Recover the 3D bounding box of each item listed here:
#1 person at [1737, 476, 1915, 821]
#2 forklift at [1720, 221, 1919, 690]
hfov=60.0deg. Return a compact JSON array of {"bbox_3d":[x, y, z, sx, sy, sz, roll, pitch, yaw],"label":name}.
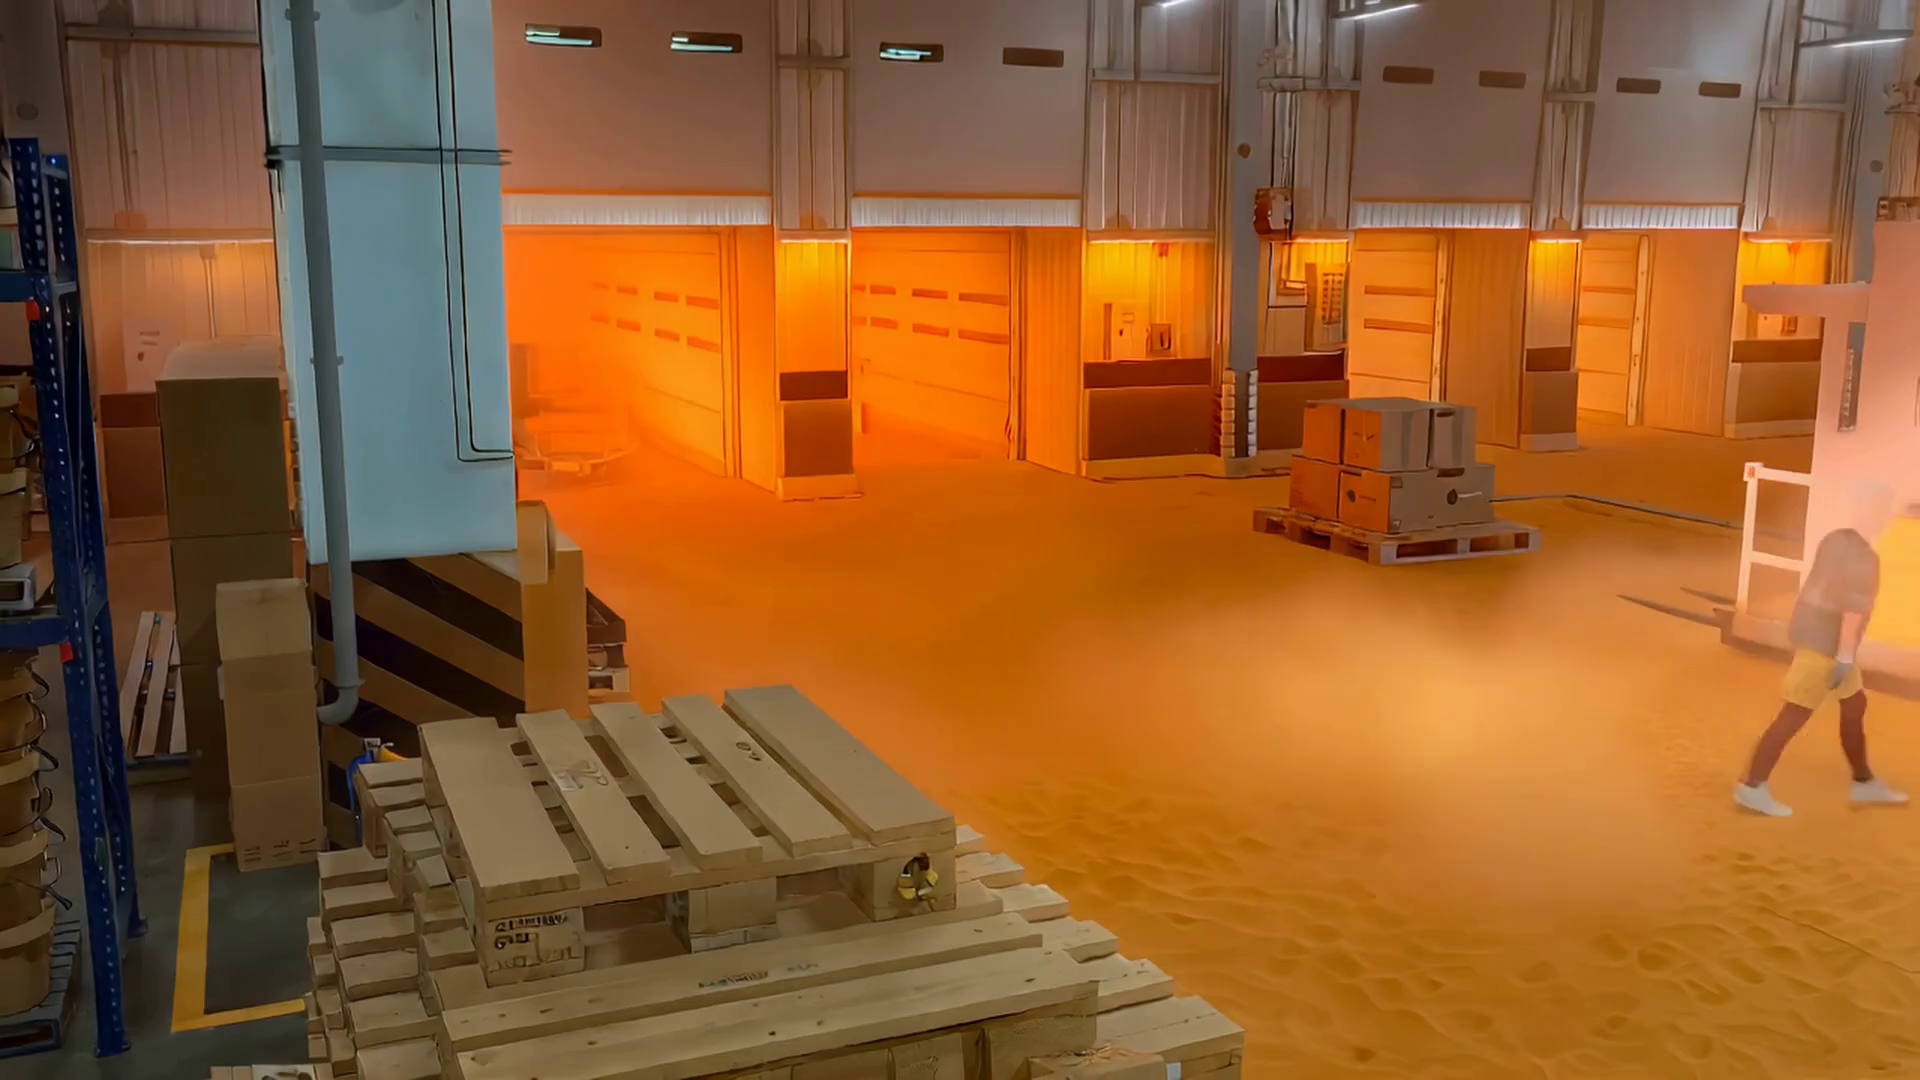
[{"bbox_3d":[4.143,0.513,7.797,0.894,1.622,0.545,3,11,15],"label":"person"},{"bbox_3d":[5.954,-0.550,10.217,1.129,2.768,1.873,-4,11,-23],"label":"forklift"}]
